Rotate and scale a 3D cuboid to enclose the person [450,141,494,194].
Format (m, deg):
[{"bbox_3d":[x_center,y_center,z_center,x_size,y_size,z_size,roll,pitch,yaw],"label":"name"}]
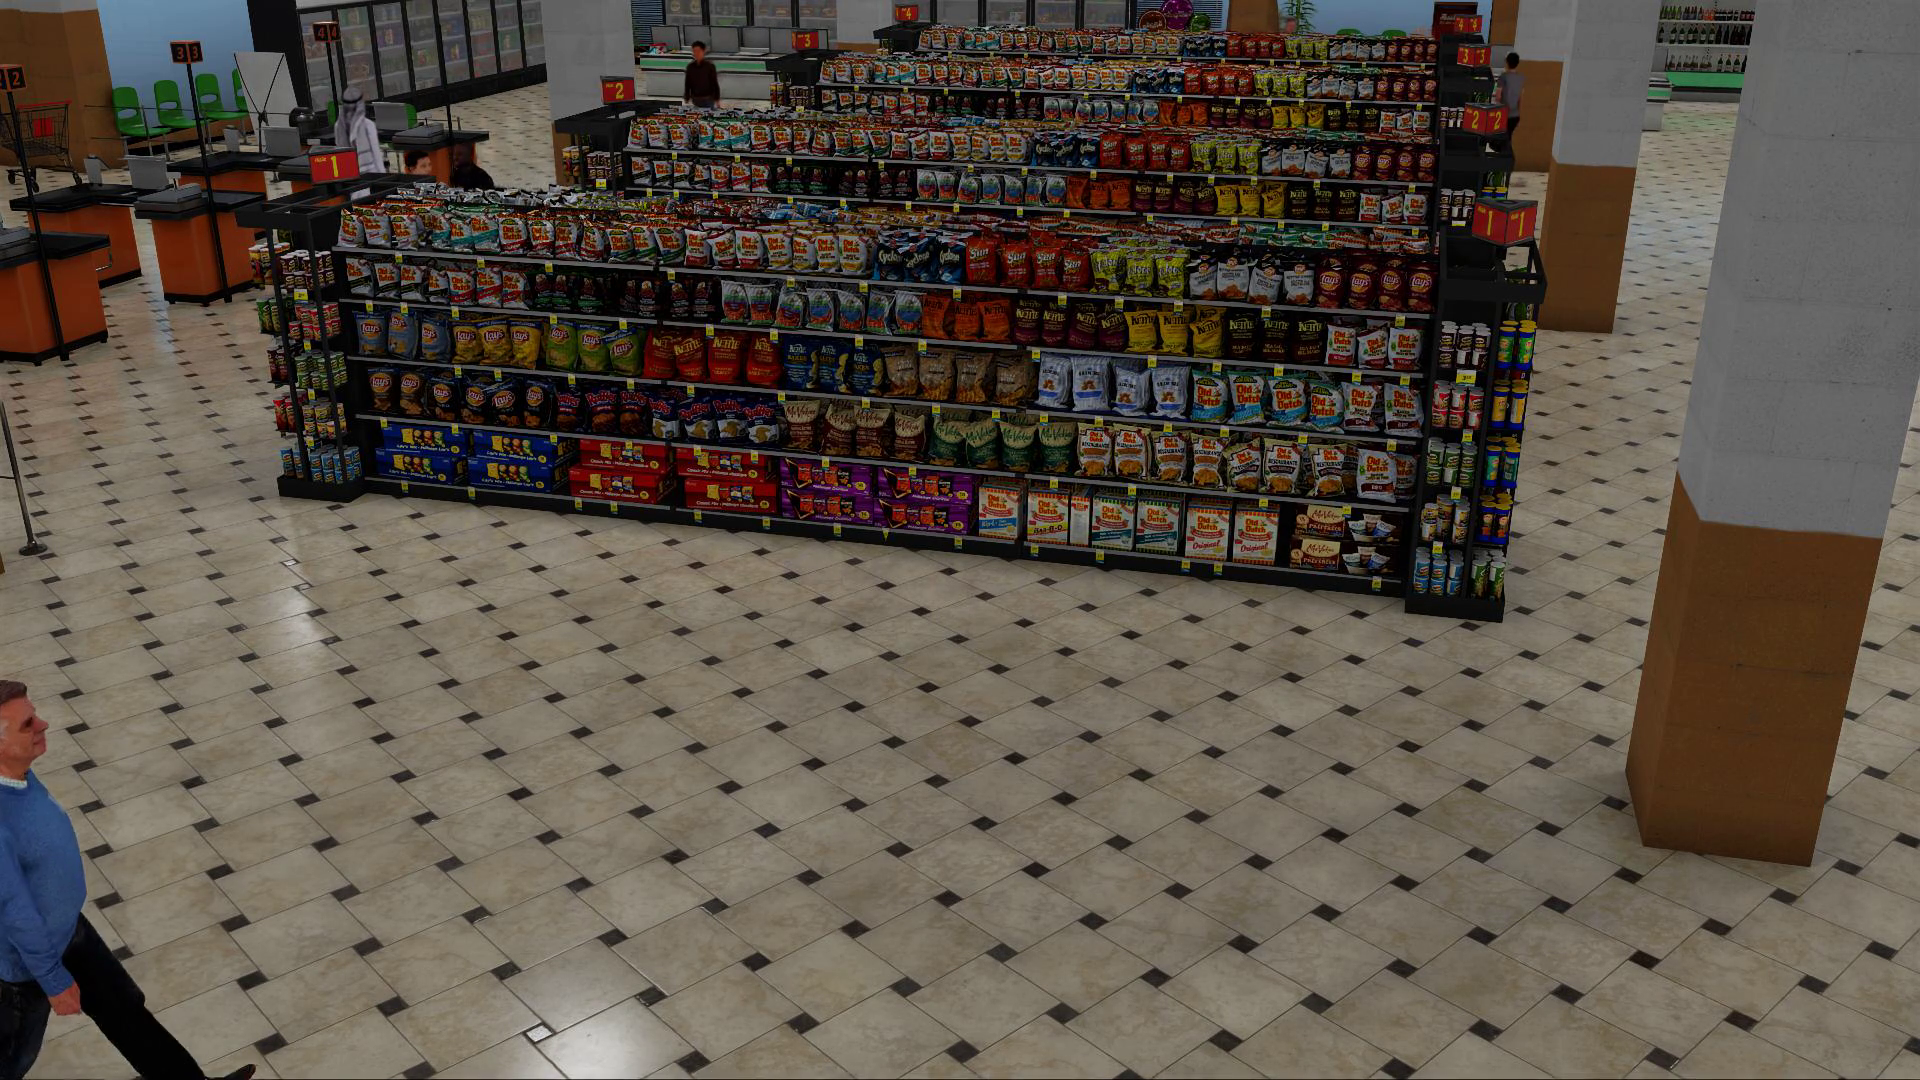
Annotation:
[{"bbox_3d":[-4.360,-2.759,15.339,1.210,1.786,1.069,16,27,34],"label":"person"}]

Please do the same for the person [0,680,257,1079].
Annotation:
[{"bbox_3d":[-3.035,1.296,5.273,1.234,1.766,1.050,-6,23,-14],"label":"person"}]

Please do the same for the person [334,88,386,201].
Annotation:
[{"bbox_3d":[-6.448,-3.899,17.991,0.592,1.924,0.744,5,22,13],"label":"person"}]

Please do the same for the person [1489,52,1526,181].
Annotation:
[{"bbox_3d":[7.638,-5.857,23.112,0.964,1.739,1.000,-10,24,-24],"label":"person"}]

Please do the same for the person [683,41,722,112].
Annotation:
[{"bbox_3d":[-3.771,-6.449,24.566,0.909,1.754,0.784,3,22,8],"label":"person"}]
